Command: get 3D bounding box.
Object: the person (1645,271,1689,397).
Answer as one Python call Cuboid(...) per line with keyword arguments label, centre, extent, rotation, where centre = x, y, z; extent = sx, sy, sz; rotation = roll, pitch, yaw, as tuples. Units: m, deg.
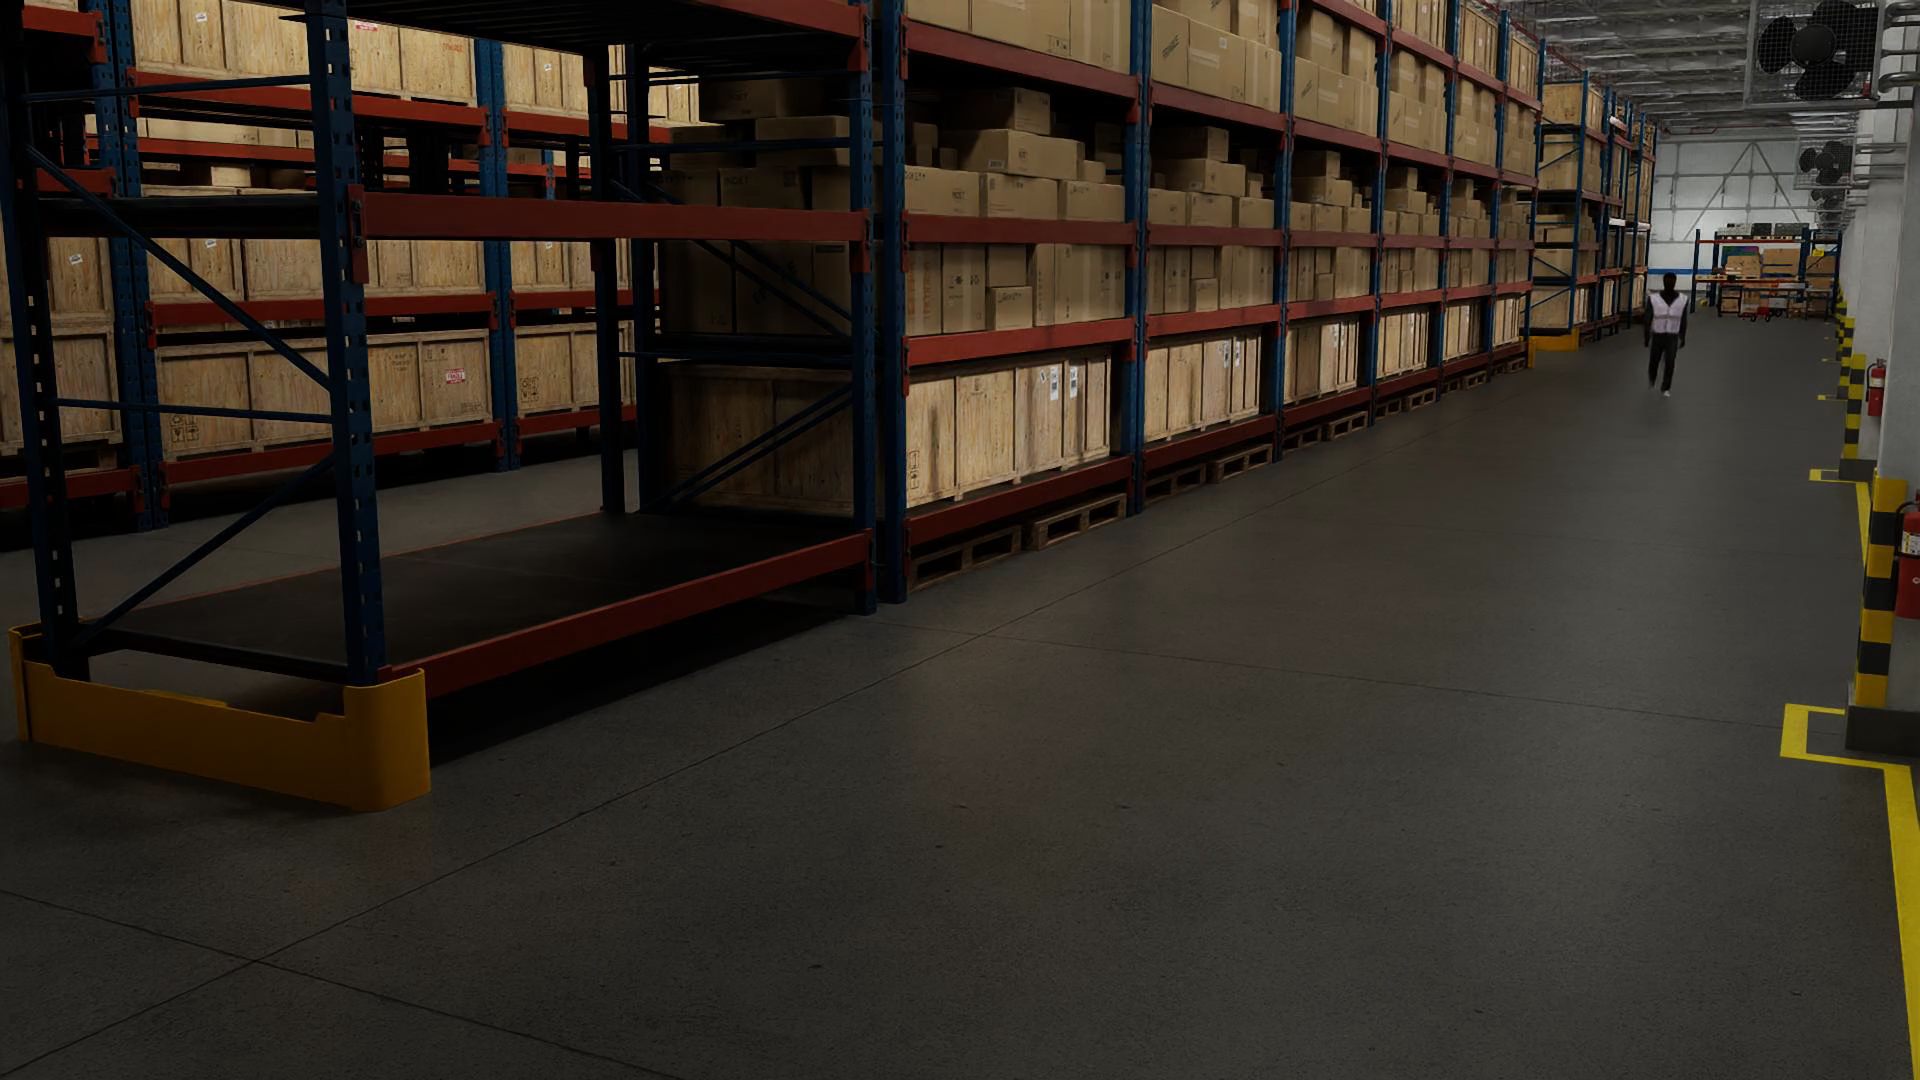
Cuboid(label="person", centre=(10.754, -3.138, 25.356), extent=(0.594, 1.904, 0.599), rotation=(3, 10, 15))
